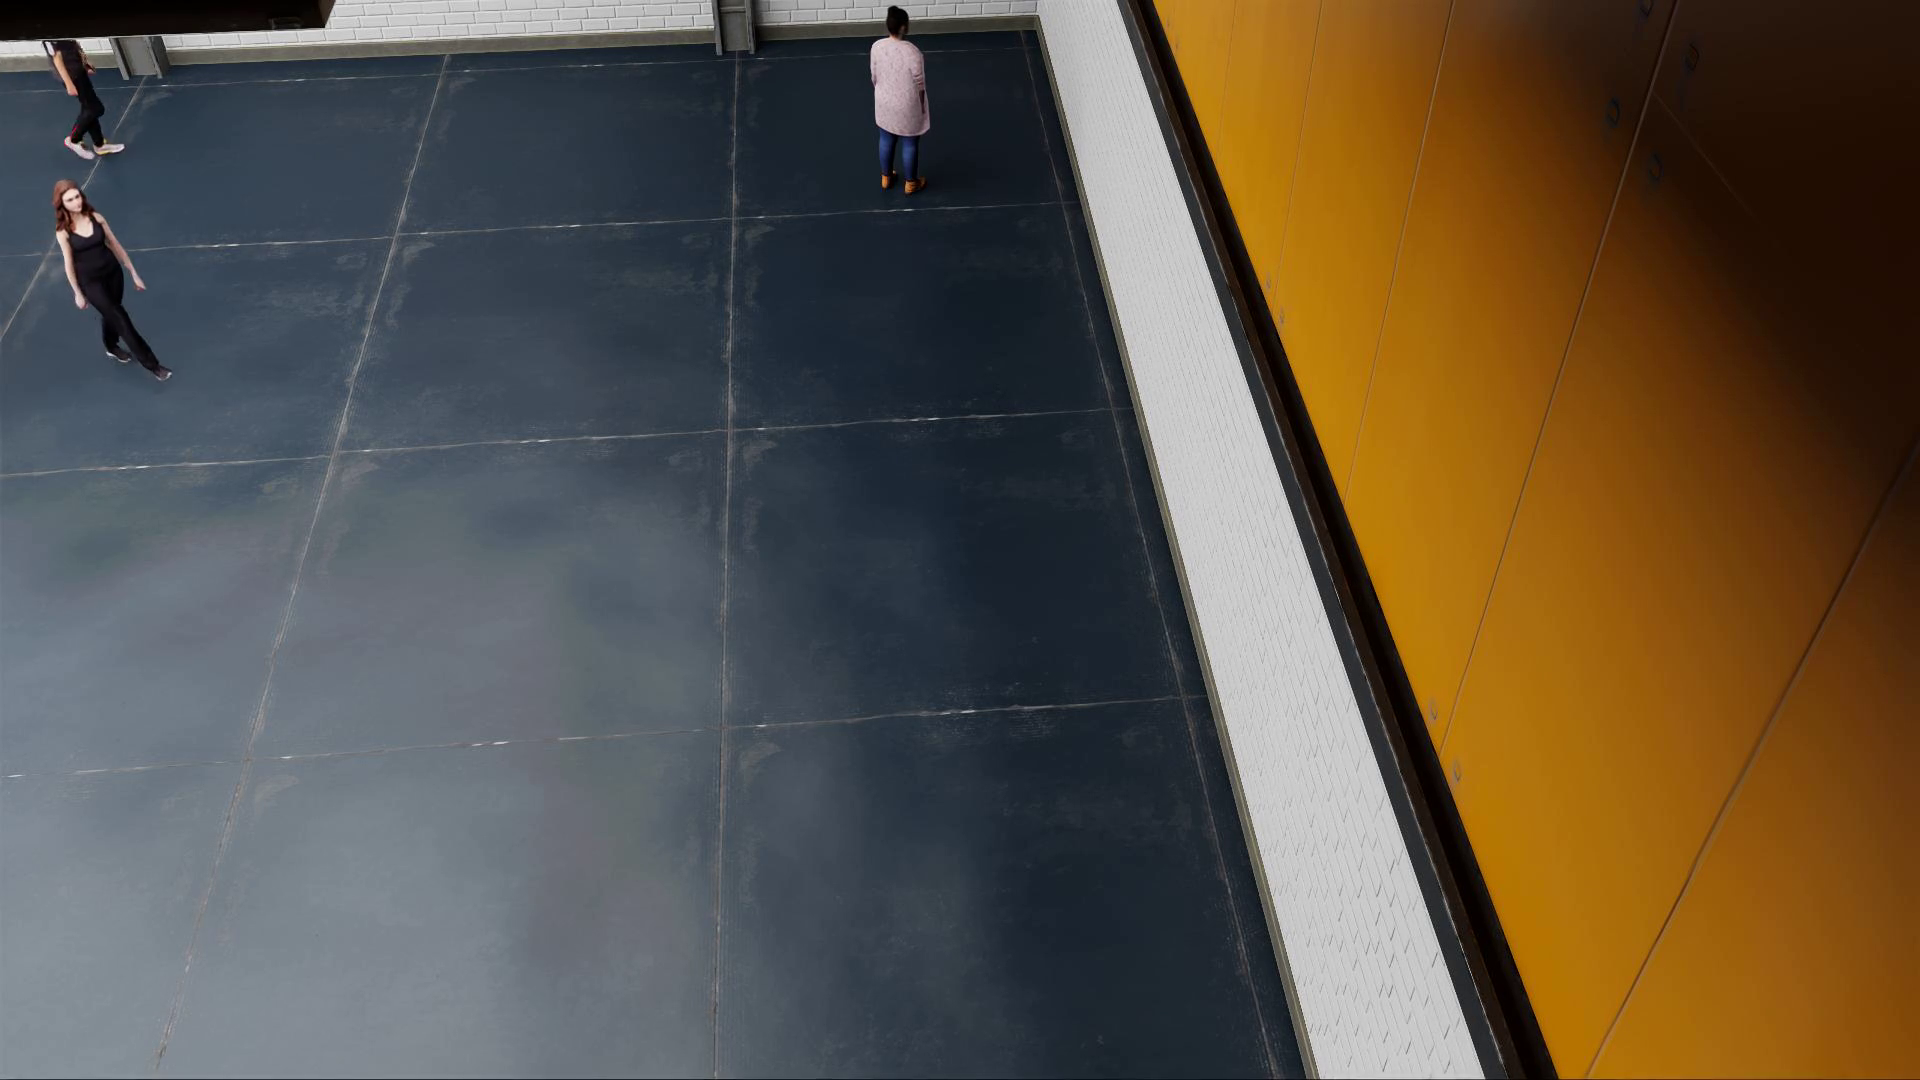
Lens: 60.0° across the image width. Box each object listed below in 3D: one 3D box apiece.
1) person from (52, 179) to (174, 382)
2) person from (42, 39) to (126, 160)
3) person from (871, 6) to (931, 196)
[{"bbox_3d":[-6.701,-2.029,12.882,1.191,1.699,1.028,22,48,21],"label":"person"},{"bbox_3d":[-8.203,-4.270,15.196,0.751,1.750,0.708,-11,45,-11],"label":"person"},{"bbox_3d":[-0.549,-3.925,14.842,0.751,1.741,0.854,19,47,19],"label":"person"}]
